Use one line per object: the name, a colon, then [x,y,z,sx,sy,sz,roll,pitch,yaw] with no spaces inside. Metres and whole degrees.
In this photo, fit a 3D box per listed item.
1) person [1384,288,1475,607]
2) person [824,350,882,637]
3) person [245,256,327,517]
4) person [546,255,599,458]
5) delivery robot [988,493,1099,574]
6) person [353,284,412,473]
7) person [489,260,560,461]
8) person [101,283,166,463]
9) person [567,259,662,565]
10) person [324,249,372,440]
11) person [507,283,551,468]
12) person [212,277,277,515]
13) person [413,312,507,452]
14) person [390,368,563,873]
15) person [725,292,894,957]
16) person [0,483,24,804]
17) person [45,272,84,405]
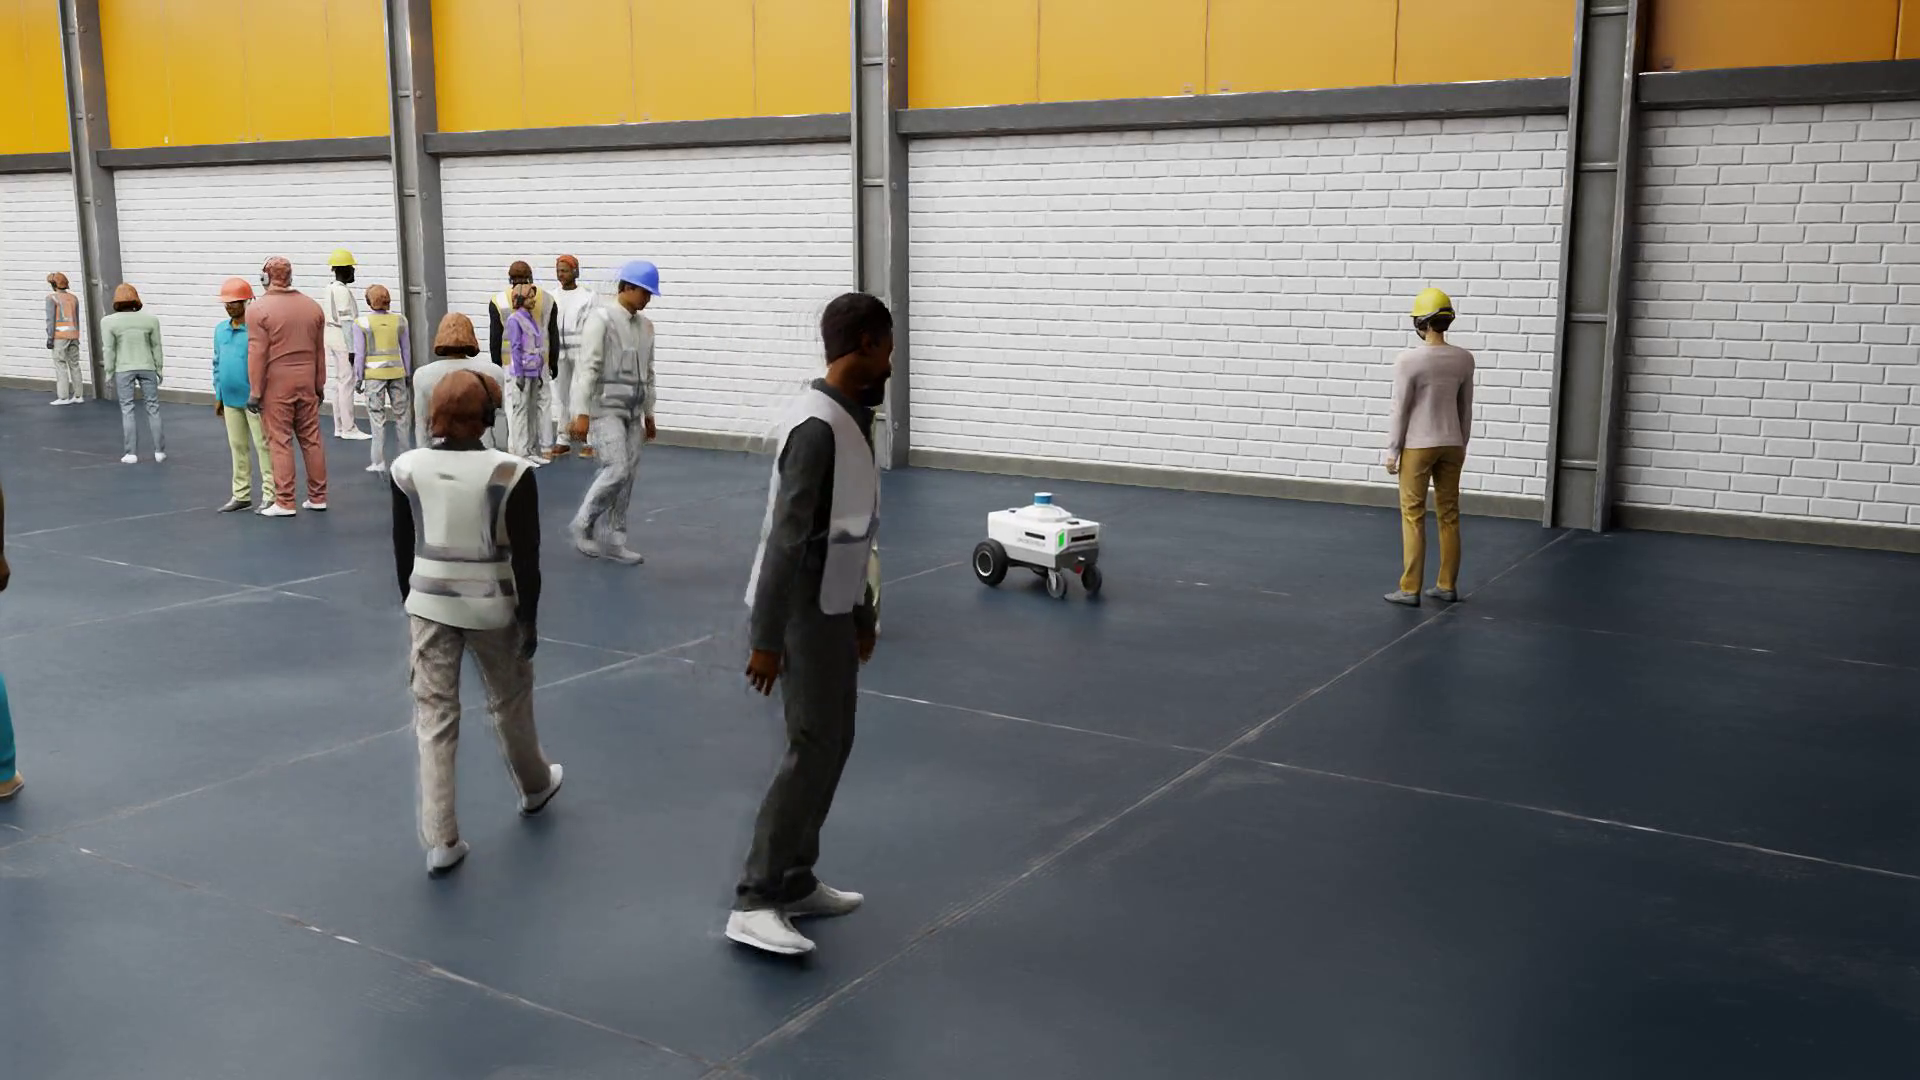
person: [2.595,-0.509,9.236,0.529,1.761,0.335,-4,11,-20]
person: [-0.555,-0.307,8.460,0.281,1.633,0.498,-3,11,-16]
person: [-4.971,-1.125,12.239,0.402,1.906,0.652,6,12,30]
person: [-3.625,-1.704,15.510,0.578,1.883,0.353,2,11,13]
delivery robot: [0.484,-0.031,9.659,0.477,0.478,0.707,-8,13,-37]
person: [-5.028,-1.403,14.517,0.511,1.640,0.308,-9,14,-41]
person: [-3.957,-1.609,15.113,0.635,1.837,0.429,-5,11,-27]
person: [-7.525,-1.517,15.163,0.498,1.633,0.282,-7,13,-35]
person: [-2.122,-0.785,10.357,0.514,1.901,0.681,5,12,27]
person: [-6.246,-1.980,16.909,0.364,1.930,0.585,-7,12,-33]
person: [-3.875,-1.466,14.865,0.308,1.640,0.511,1,10,4]
person: [-5.293,-1.059,12.301,0.563,1.750,0.333,3,11,17]
person: [-2.779,-0.452,9.294,0.492,1.625,0.280,-2,10,-10]
person: [-1.610,0.234,5.541,0.533,1.595,0.832,1,10,5]
person: [-0.419,0.225,4.848,0.453,1.874,0.652,1,10,6]
person: [-3.639,0.057,5.856,0.505,1.847,0.348,-6,12,-32]
person: [-11.027,-2.474,20.481,0.323,1.631,0.524,2,10,10]
